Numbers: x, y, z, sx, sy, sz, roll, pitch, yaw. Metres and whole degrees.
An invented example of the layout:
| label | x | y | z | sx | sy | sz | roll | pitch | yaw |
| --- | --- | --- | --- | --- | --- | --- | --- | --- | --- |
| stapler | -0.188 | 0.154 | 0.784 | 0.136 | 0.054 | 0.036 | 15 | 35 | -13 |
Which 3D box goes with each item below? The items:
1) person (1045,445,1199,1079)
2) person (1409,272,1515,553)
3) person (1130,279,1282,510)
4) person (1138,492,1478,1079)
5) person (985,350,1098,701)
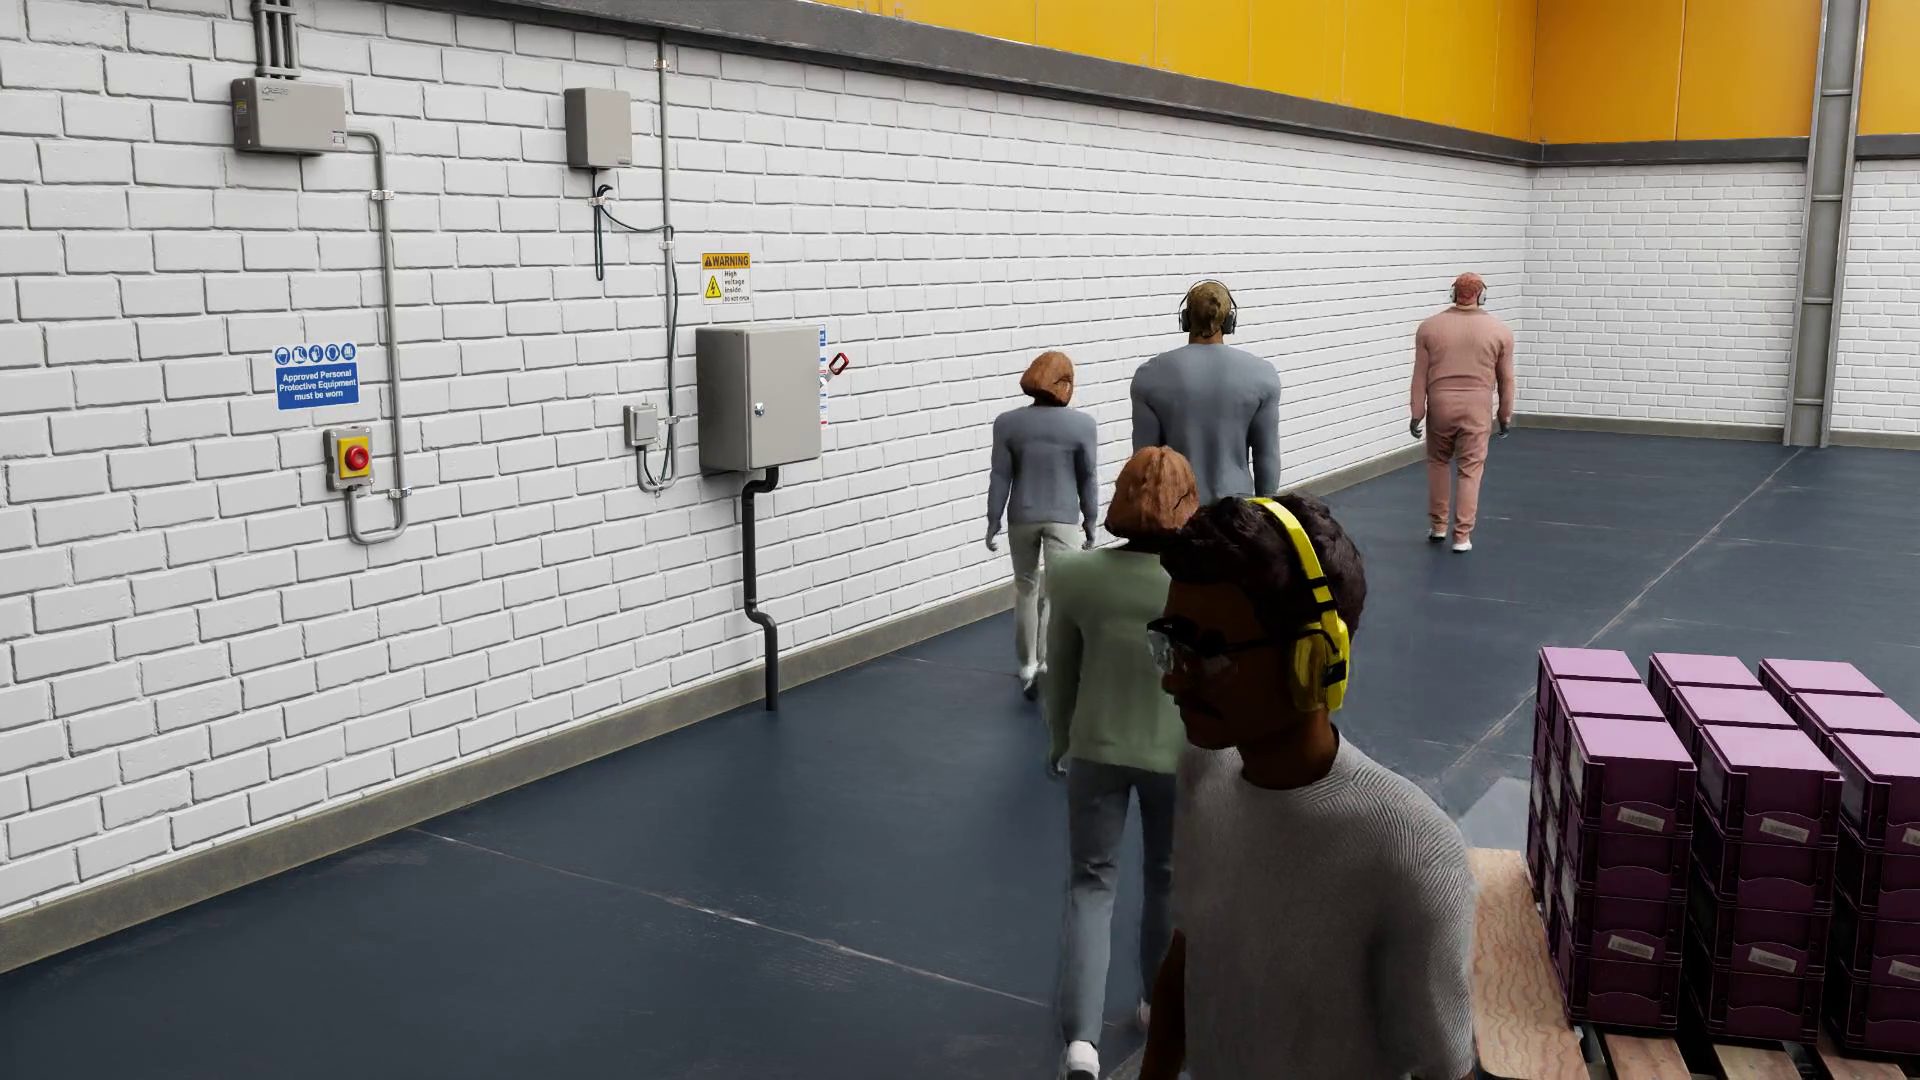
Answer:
| label | x | y | z | sx | sy | sz | roll | pitch | yaw |
| --- | --- | --- | --- | --- | --- | --- | --- | --- | --- |
| person | 0.432 | 0.565 | 4.156 | 0.502 | 1.603 | 0.795 | 3 | 11 | 14 |
| person | 3.432 | -0.875 | 11.356 | 0.672 | 1.880 | 0.755 | 4 | 11 | 20 |
| person | 1.027 | -0.120 | 7.016 | 0.632 | 1.940 | 0.372 | 1 | 10 | 8 |
| person | 0.324 | 0.852 | 1.979 | 0.869 | 1.826 | 0.577 | -4 | 11 | -21 |
| person | 0.370 | -0.070 | 7.673 | 0.522 | 1.602 | 0.735 | 2 | 10 | 11 |
